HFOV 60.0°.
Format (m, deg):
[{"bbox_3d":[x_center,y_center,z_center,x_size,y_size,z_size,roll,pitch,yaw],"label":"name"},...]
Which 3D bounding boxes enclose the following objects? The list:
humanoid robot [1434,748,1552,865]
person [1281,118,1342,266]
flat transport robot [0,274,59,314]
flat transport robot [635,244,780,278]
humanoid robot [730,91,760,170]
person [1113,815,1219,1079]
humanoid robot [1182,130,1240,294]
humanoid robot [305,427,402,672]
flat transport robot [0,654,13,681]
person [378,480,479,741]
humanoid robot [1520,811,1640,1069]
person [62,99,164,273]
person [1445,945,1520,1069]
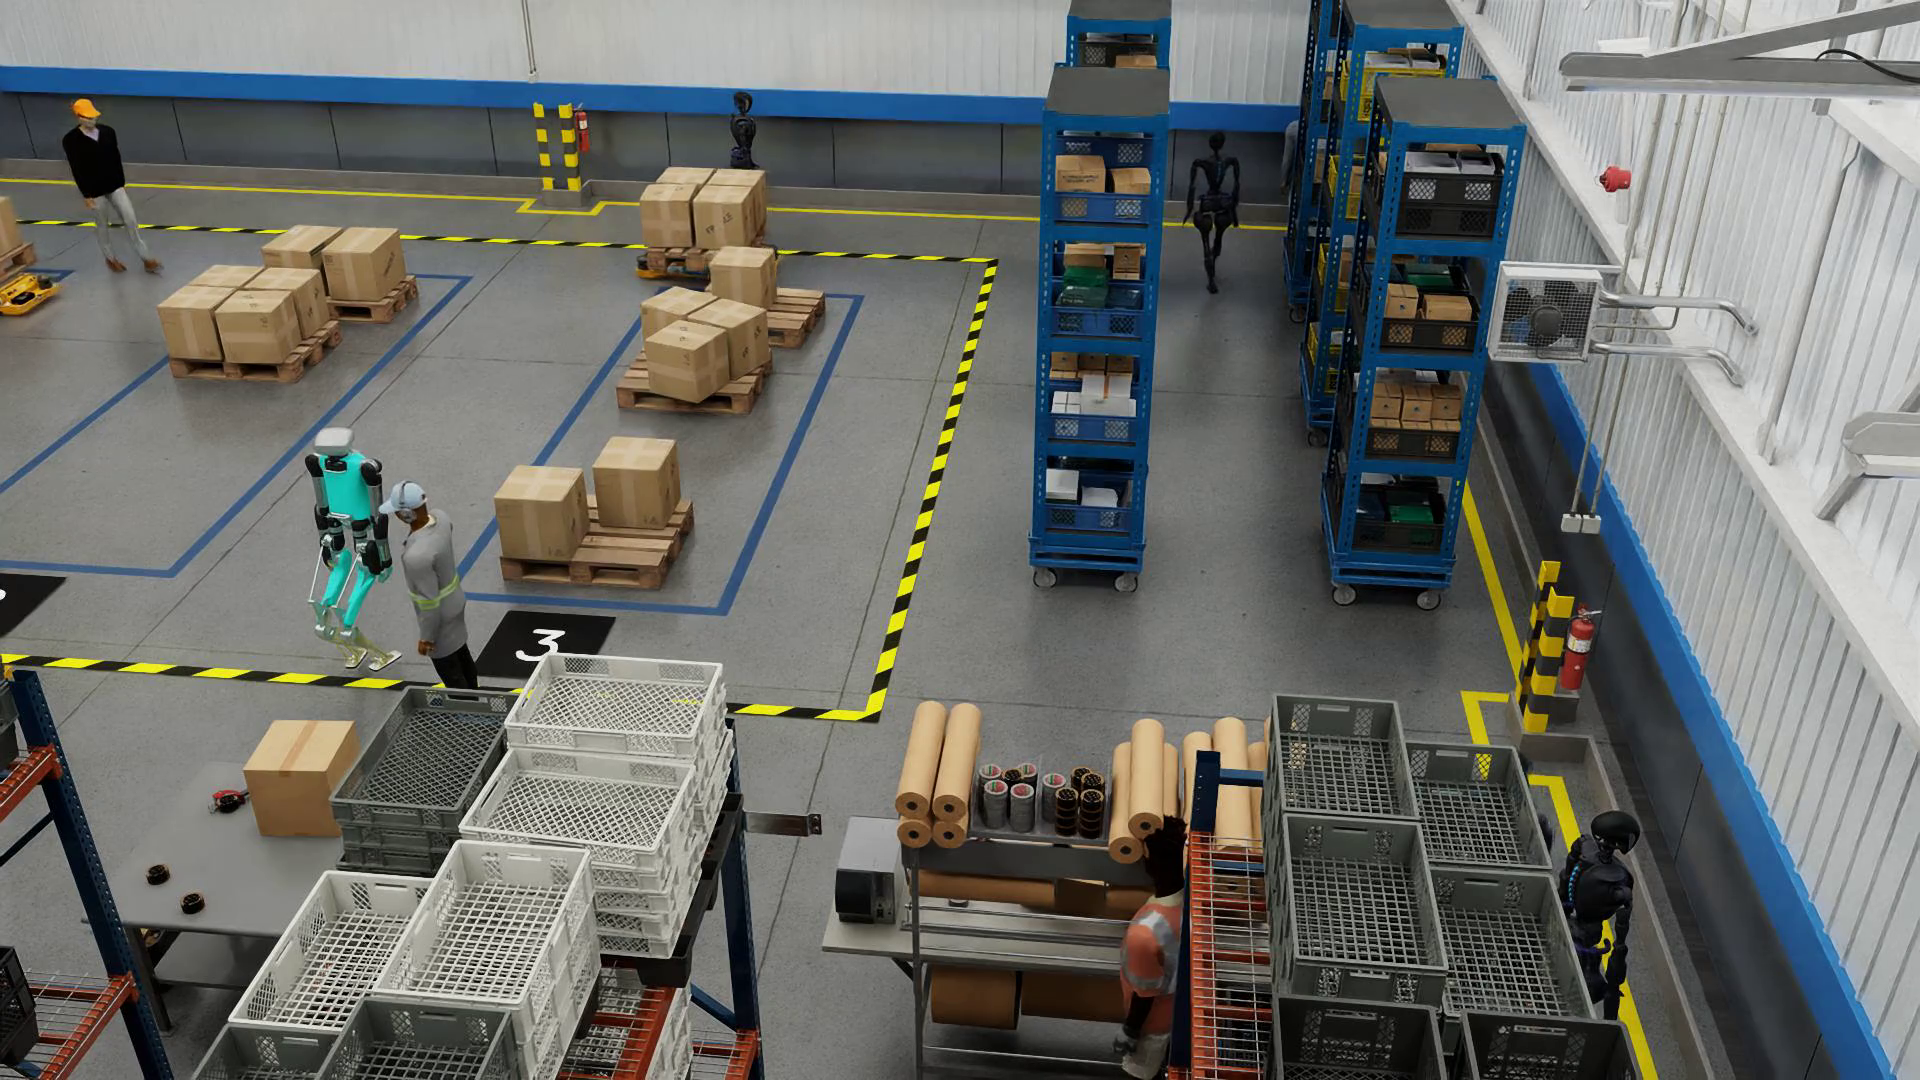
[{"bbox_3d":[2.625,1.744,8.285,0.601,1.650,0.382,21,36,32],"label":"humanoid robot"},{"bbox_3d":[3.678,-3.752,17.460,0.630,1.935,0.363,3,30,5],"label":"person"},{"bbox_3d":[-10.108,-2.554,17.032,1.431,0.197,0.652,3,30,6],"label":"flat transport robot"},{"bbox_3d":[-2.695,-2.994,17.788,1.431,0.197,0.652,3,30,6],"label":"flat transport robot"},{"bbox_3d":[-2.366,-4.122,18.342,0.315,1.653,0.599,-2,30,-3],"label":"humanoid robot"},{"bbox_3d":[0.894,2.040,7.483,0.361,1.964,0.612,20,36,31],"label":"person"},{"bbox_3d":[2.580,-3.423,17.178,0.590,1.638,0.718,-6,31,-10],"label":"humanoid robot"},{"bbox_3d":[-4.048,0.145,10.827,0.533,1.681,0.735,9,31,15],"label":"humanoid robot"},{"bbox_3d":[-7.142,0.969,11.010,1.431,0.231,0.659,3,30,6],"label":"flat transport robot"},{"bbox_3d":[-3.276,0.448,10.335,0.398,1.848,0.587,-1,30,-2],"label":"person"},{"bbox_3d":[2.948,1.953,7.904,0.315,1.657,0.599,-4,30,-7],"label":"humanoid robot"},{"bbox_3d":[-8.902,-3.660,17.382,0.698,1.865,0.599,21,36,31],"label":"person"},{"bbox_3d":[2.313,2.143,7.473,0.533,1.812,0.660,-4,31,-8],"label":"person"}]
